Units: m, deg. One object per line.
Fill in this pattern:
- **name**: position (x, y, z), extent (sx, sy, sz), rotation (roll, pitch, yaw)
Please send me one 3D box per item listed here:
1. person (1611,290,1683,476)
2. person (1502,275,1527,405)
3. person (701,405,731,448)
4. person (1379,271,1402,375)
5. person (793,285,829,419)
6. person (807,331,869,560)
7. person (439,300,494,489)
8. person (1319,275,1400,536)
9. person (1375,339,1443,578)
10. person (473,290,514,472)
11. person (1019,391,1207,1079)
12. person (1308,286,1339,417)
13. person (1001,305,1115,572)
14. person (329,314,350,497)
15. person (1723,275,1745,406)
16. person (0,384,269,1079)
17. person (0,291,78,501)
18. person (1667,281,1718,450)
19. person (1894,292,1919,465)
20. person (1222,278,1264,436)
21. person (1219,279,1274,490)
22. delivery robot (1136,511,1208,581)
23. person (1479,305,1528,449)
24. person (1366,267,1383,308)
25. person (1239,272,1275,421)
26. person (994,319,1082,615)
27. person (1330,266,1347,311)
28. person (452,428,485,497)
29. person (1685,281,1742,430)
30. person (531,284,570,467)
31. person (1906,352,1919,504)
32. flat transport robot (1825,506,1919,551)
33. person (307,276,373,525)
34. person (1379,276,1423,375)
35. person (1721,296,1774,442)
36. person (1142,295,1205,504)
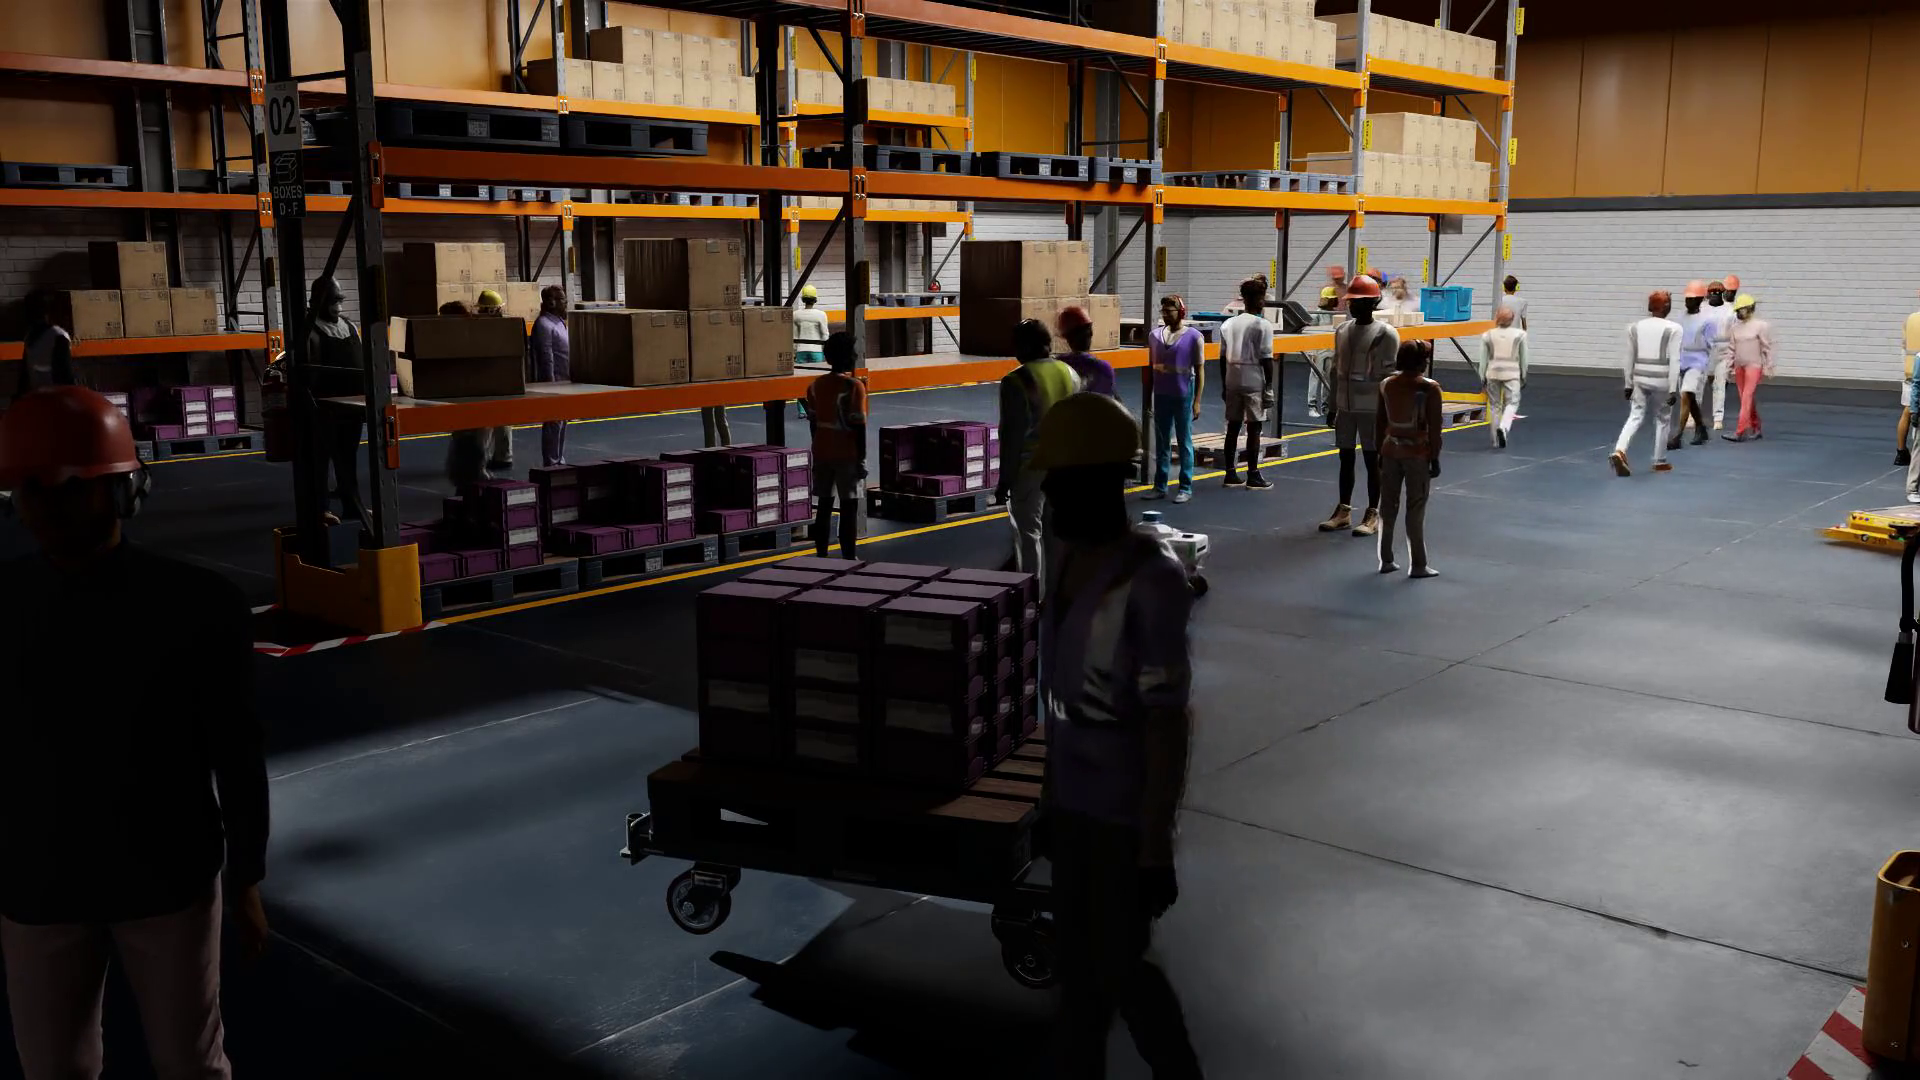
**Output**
- **person**: position (6.832, -1.551, 16.493), extent (0.890, 1.856, 0.580), rotation (-8, 13, -39)
- **person**: position (7.829, -2.840, 23.778), extent (0.534, 1.864, 0.310), rotation (0, 10, 1)
- **person**: position (-2.439, -1.527, 16.291), extent (0.530, 1.871, 0.323), rotation (9, 14, 43)
- **person**: position (6.631, -3.252, 26.065), extent (1.015, 1.900, 0.617), rotation (1, 10, 6)
- **person**: position (-1.972, -2.475, 21.986), extent (0.538, 1.767, 0.323), rotation (3, 10, 17)
- **person**: position (-0.817, -0.556, 11.249), extent (0.535, 1.697, 0.321), rotation (9, 14, 43)
- **person**: position (-3.699, -0.867, 12.531), extent (0.398, 1.868, 0.586), rotation (-7, 12, -35)
- **person**: position (3.136, -1.051, 13.081), extent (0.380, 2.045, 0.605), rotation (-8, 13, -39)
- **person**: position (3.078, -0.559, 11.442), extent (0.314, 1.636, 0.515), rotation (-8, 13, -38)
- **person**: position (-4.733, -1.614, 16.887), extent (0.404, 1.831, 0.600), rotation (-4, 11, -24)
- **person**: position (0.365, 0.603, 4.052), extent (0.433, 1.934, 0.628), rotation (-4, 11, -19)
- **person**: position (4.899, -2.512, 22.252), extent (0.483, 1.745, 0.299), rotation (-5, 11, -28)
- **person**: position (0.735, -0.578, 10.849), extent (0.599, 1.900, 0.799), rotation (10, 14, 44)
- **person**: position (-5.668, -1.201, 15.047), extent (0.373, 1.658, 0.605), rotation (7, 12, 34)
- **person**: position (10.779, -2.779, 23.411), extent (0.544, 1.885, 0.993), rotation (3, 10, 18)
- **person**: position (-1.705, 0.686, 3.328), extent (0.609, 1.996, 0.383), rotation (-2, 10, -11)
- **person**: position (-8.145, -1.244, 14.680), extent (0.595, 1.875, 0.971), rotation (8, 13, 39)
- **person**: position (8.301, -1.985, 18.833), extent (0.984, 1.900, 0.541), rotation (-6, 12, -31)
- **person**: position (9.904, -1.700, 17.079), extent (0.359, 1.938, 0.547), rotation (-1, 10, -6)
- **person**: position (3.447, -2.193, 20.015), extent (0.402, 1.899, 0.636), rotation (-8, 13, -40)
- **person**: position (2.694, -1.448, 15.569), extent (0.364, 1.962, 0.612), rotation (-8, 13, -39)
- **delivery robot**: position (1.228, 0.058, 10.738), extent (0.707, 0.478, 0.477), rotation (5, 11, 26)
- **person**: position (6.055, -1.807, 18.565), extent (0.527, 1.622, 0.549), rotation (5, 11, 27)
- **person**: position (5.852, -2.922, 23.952), extent (1.017, 1.962, 0.620), rotation (-6, 12, -30)
- **person**: position (3.874, -2.518, 21.736), extent (0.630, 1.940, 0.373), rotation (1, 10, 7)
- **person**: position (0.438, -0.404, 9.992), extent (0.429, 1.838, 0.621), rotation (10, 14, 44)
- **person**: position (6.809, -3.963, 30.002), extent (0.622, 1.920, 1.076), rotation (-3, 10, -14)
- **person**: position (-3.648, -0.737, 12.462), extent (0.283, 1.631, 0.503), rotation (-5, 11, -27)
- **person**: position (9.375, -2.296, 20.746), extent (0.633, 1.842, 0.429), rotation (5, 11, 26)
- **person**: position (-3.806, -1.454, 15.754), extent (0.408, 1.913, 0.644), rotation (0, 10, -1)
- **person**: position (8.637, -1.123, 14.674), extent (0.509, 1.629, 0.314), rotation (1, 10, 3)
- **flat transport robot**: position (7.424, -0.112, 12.780), extent (1.431, 0.197, 0.652), rotation (-5, 11, -26)
- **person**: position (-5.120, -1.154, 13.675), extent (0.537, 2.000, 0.682), rotation (5, 11, 26)
- **person**: position (6.261, -2.812, 23.627), extent (0.655, 1.874, 0.713), rotation (3, 10, 16)
- **person**: position (9.245, -2.007, 19.521), extent (0.829, 1.699, 0.547), rotation (-4, 11, -23)
- **person**: position (1.906, -1.247, 14.764), extent (0.571, 1.843, 0.373), rotation (8, 13, 40)
